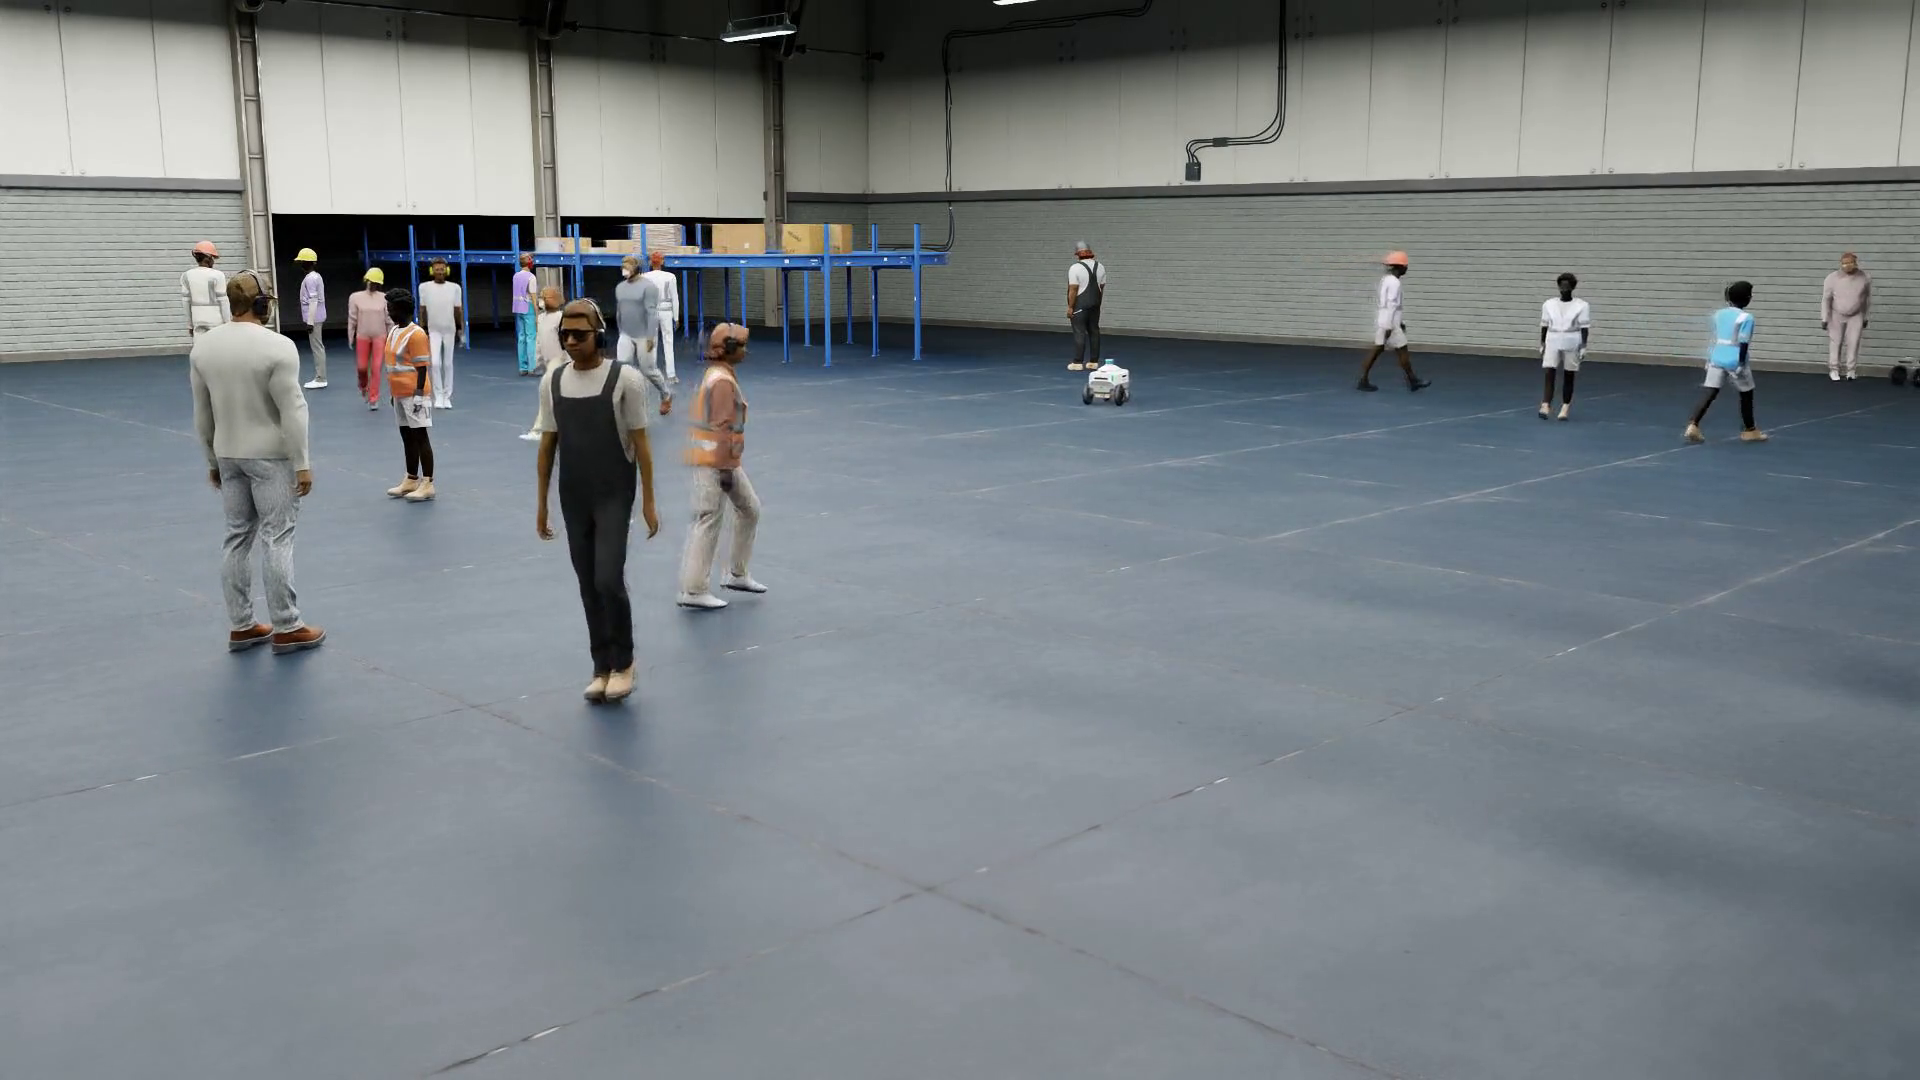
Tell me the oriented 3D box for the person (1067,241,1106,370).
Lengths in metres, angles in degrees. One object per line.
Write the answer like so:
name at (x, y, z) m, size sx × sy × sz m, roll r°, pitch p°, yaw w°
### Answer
person at (1.938, -3.699, 26.315) m, size 0.672 × 2.000 × 0.536 m, roll -7°, pitch 13°, yaw -34°

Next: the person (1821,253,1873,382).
person at (12.806, -3.208, 24.035) m, size 0.669 × 1.859 × 0.936 m, roll 4°, pitch 11°, yaw 20°

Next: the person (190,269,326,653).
person at (-3.584, -0.399, 8.479) m, size 0.635 × 1.937 × 0.352 m, roll 3°, pitch 11°, yaw 18°

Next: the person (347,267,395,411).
person at (-7.195, -2.465, 20.338) m, size 0.552 × 1.731 × 0.497 m, roll -3°, pitch 11°, yaw -18°

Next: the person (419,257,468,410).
person at (-6.257, -2.487, 20.129) m, size 0.562 × 1.837 × 0.846 m, roll -4°, pitch 11°, yaw -20°

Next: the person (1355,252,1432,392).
person at (5.893, -2.955, 22.590) m, size 1.019 × 1.885 × 0.561 m, roll 0°, pitch 10°, yaw -1°

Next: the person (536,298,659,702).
person at (-1.659, -0.163, 7.484) m, size 0.555 × 1.830 × 0.461 m, roll 3°, pitch 11°, yaw 16°

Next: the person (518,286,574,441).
person at (-4.207, -1.838, 17.276) m, size 0.866 × 1.592 × 0.519 m, roll -9°, pitch 14°, yaw -41°

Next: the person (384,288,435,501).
person at (-4.429, -1.170, 13.356) m, size 0.319 × 1.692 × 0.533 m, roll -10°, pitch 14°, yaw -42°

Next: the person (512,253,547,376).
person at (-6.527, -3.399, 25.091) m, size 0.570 × 1.845 × 0.381 m, roll 10°, pitch 14°, yaw 43°

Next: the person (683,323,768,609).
person at (-1.330, -0.428, 9.543) m, size 0.628 × 1.608 × 0.557 m, roll -2°, pitch 11°, yaw -11°

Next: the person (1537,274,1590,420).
person at (6.842, -2.180, 18.915) m, size 0.553 × 1.659 × 0.800 m, roll 6°, pitch 12°, yaw 28°

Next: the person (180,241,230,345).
person at (-9.456, -2.736, 20.966) m, size 0.605 × 2.034 × 0.392 m, roll 2°, pitch 11°, yaw 9°

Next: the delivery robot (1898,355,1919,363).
delivery robot at (13.648, -2.620, 23.522) m, size 0.698 × 0.223 × 0.335 m, roll -2°, pitch 11°, yaw -11°

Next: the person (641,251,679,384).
person at (-4.296, -3.178, 23.776) m, size 0.573 × 1.887 × 0.354 m, roll 0°, pitch 10°, yaw 2°

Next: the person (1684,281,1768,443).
person at (7.851, -1.813, 16.982) m, size 0.881 × 1.652 × 0.534 m, roll -4°, pitch 11°, yaw -20°

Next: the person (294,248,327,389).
person at (-9.001, -3.078, 23.111) m, size 0.363 × 1.930 × 0.588 m, roll -3°, pitch 11°, yaw -16°

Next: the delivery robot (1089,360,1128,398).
delivery robot at (1.889, -2.044, 21.091) m, size 0.477 × 0.478 × 0.707 m, roll 4°, pitch 11°, yaw 21°

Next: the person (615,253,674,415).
person at (-3.680, -2.339, 19.153) m, size 0.633 × 1.912 × 0.850 m, roll 5°, pitch 12°, yaw 27°
